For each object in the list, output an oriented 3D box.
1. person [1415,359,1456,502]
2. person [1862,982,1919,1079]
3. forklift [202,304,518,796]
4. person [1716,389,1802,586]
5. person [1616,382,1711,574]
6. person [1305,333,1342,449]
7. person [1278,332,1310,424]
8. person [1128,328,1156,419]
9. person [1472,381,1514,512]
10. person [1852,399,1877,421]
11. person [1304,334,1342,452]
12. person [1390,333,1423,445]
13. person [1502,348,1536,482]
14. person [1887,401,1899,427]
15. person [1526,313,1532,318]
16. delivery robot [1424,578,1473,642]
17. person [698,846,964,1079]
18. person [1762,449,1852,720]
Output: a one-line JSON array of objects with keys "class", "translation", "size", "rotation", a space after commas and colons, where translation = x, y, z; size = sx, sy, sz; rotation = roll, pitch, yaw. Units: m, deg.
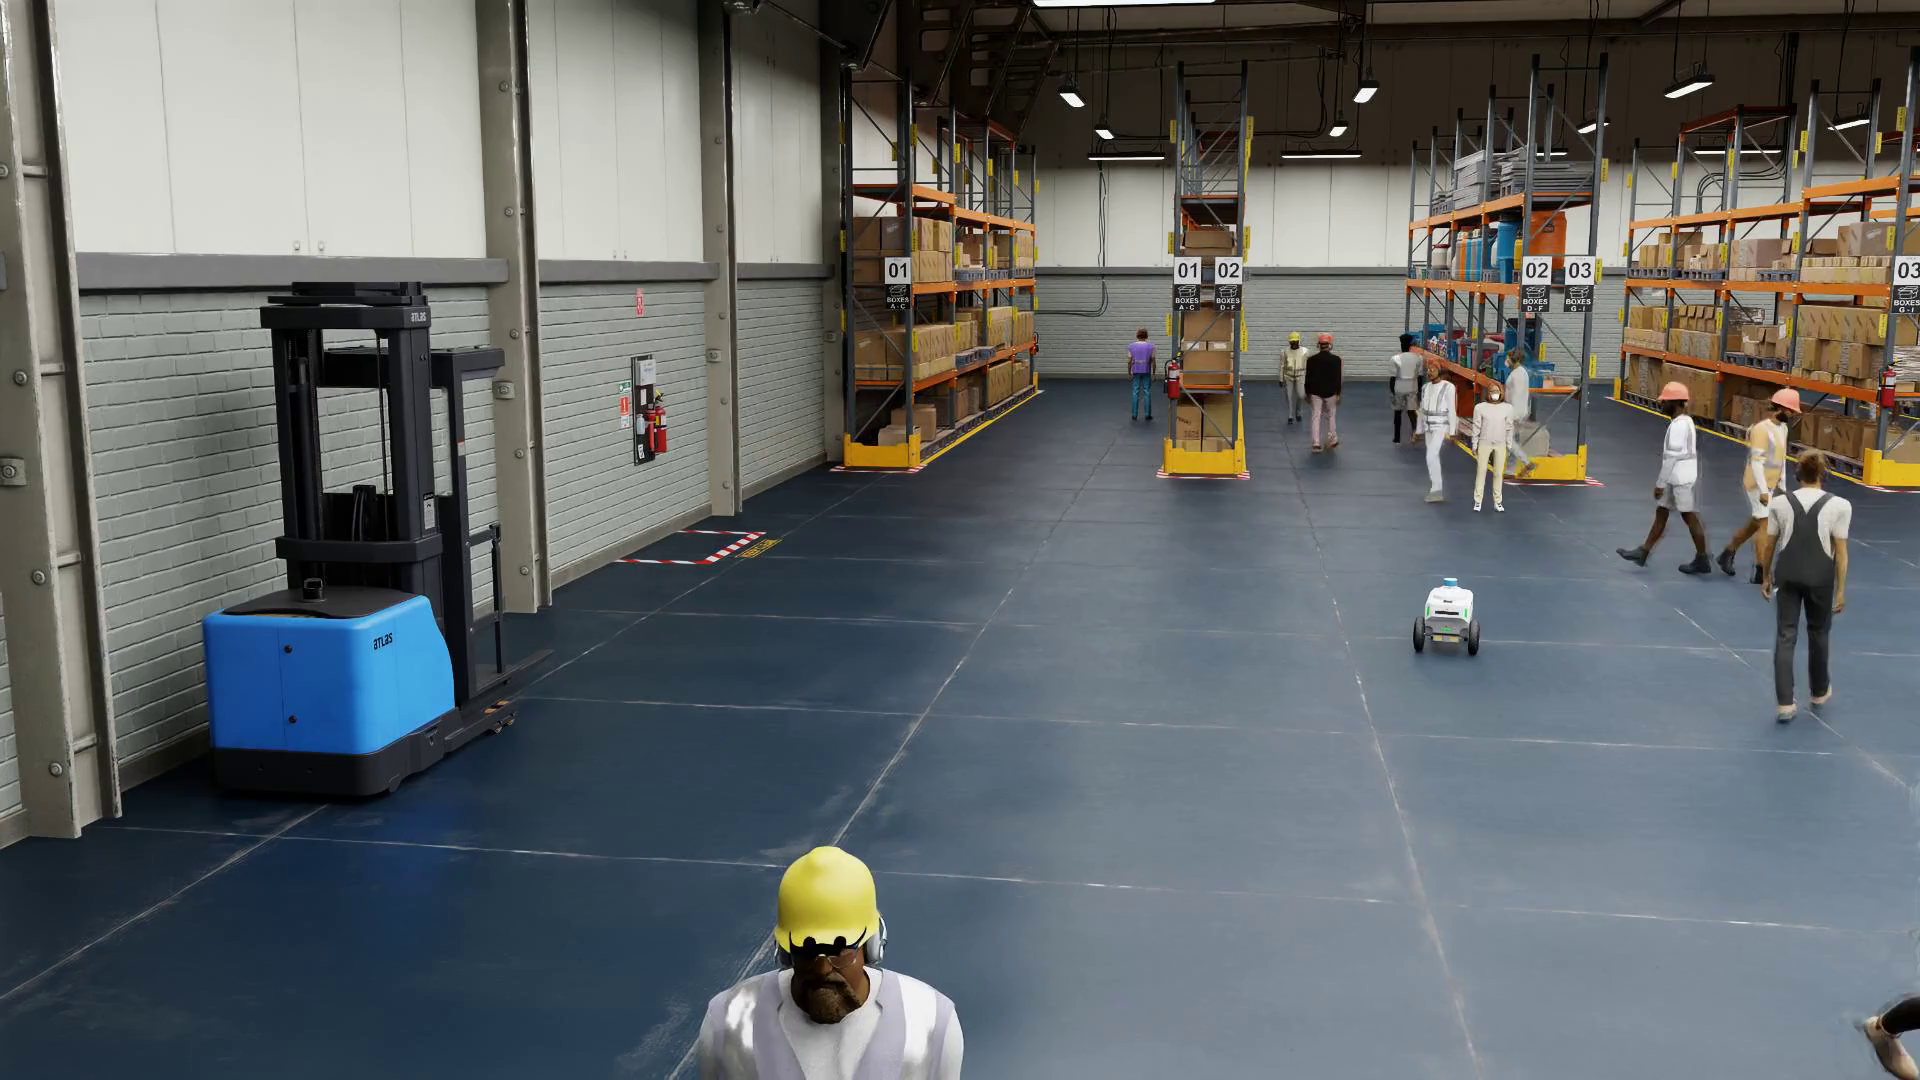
[{"class": "person", "translation": [6.134, -1.418, 21.632], "size": [0.544, 1.867, 0.621], "rotation": [-4, 10, -23]}, {"class": "person", "translation": [3.492, 1.260, 5.737], "size": [0.554, 1.665, 0.662], "rotation": [-1, 9, -7]}, {"class": "forklift", "translation": [-3.673, -0.038, 10.147], "size": [1.129, 2.768, 1.873], "rotation": [1, 9, 9]}, {"class": "person", "translation": [7.763, -0.548, 16.229], "size": [0.552, 1.890, 0.780], "rotation": [-9, 13, -42]}, {"class": "person", "translation": [7.096, -0.620, 16.615], "size": [0.954, 1.896, 0.574], "rotation": [5, 10, 26]}, {"class": "person", "translation": [6.153, -2.512, 28.126], "size": [0.619, 1.964, 0.896], "rotation": [1, 9, 5]}, {"class": "person", "translation": [6.560, -3.179, 32.670], "size": [0.617, 1.813, 0.538], "rotation": [2, 9, 11]}, {"class": "person", "translation": [3.690, -3.376, 33.793], "size": [0.575, 1.841, 0.374], "rotation": [2, 9, 11]}, {"class": "person", "translation": [6.676, -1.174, 20.859], "size": [0.507, 1.633, 0.276], "rotation": [1, 9, 7]}, {"class": "person", "translation": [18.019, -3.232, 33.037], "size": [0.637, 1.814, 0.868], "rotation": [2, 9, 11]}, {"class": "person", "translation": [6.080, -2.458, 27.767], "size": [0.646, 1.955, 0.841], "rotation": [5, 10, 27]}, {"class": "person", "translation": [7.676, -2.581, 28.593], "size": [0.614, 1.946, 0.817], "rotation": [0, 9, -1]}, {"class": "person", "translation": [7.886, -1.772, 23.655], "size": [0.478, 1.913, 0.659], "rotation": [2, 10, 15]}, {"class": "person", "translation": [17.069, -2.909, 30.479], "size": [0.603, 1.976, 1.087], "rotation": [5, 11, 30]}, {"class": "person", "translation": [13.687, -4.491, 40.238], "size": [0.615, 1.987, 0.406], "rotation": [-5, 10, -28]}, {"class": "delivery robot", "translation": [3.939, 0.550, 13.387], "size": [0.477, 0.478, 0.707], "rotation": [3, 10, 19]}, {"class": "person", "translation": [-0.278, 1.534, 3.544], "size": [0.586, 1.833, 0.404], "rotation": [-1, 9, -5]}, {"class": "person", "translation": [5.745, 0.284, 11.299], "size": [0.537, 1.812, 0.787], "rotation": [7, 11, 36]}]
